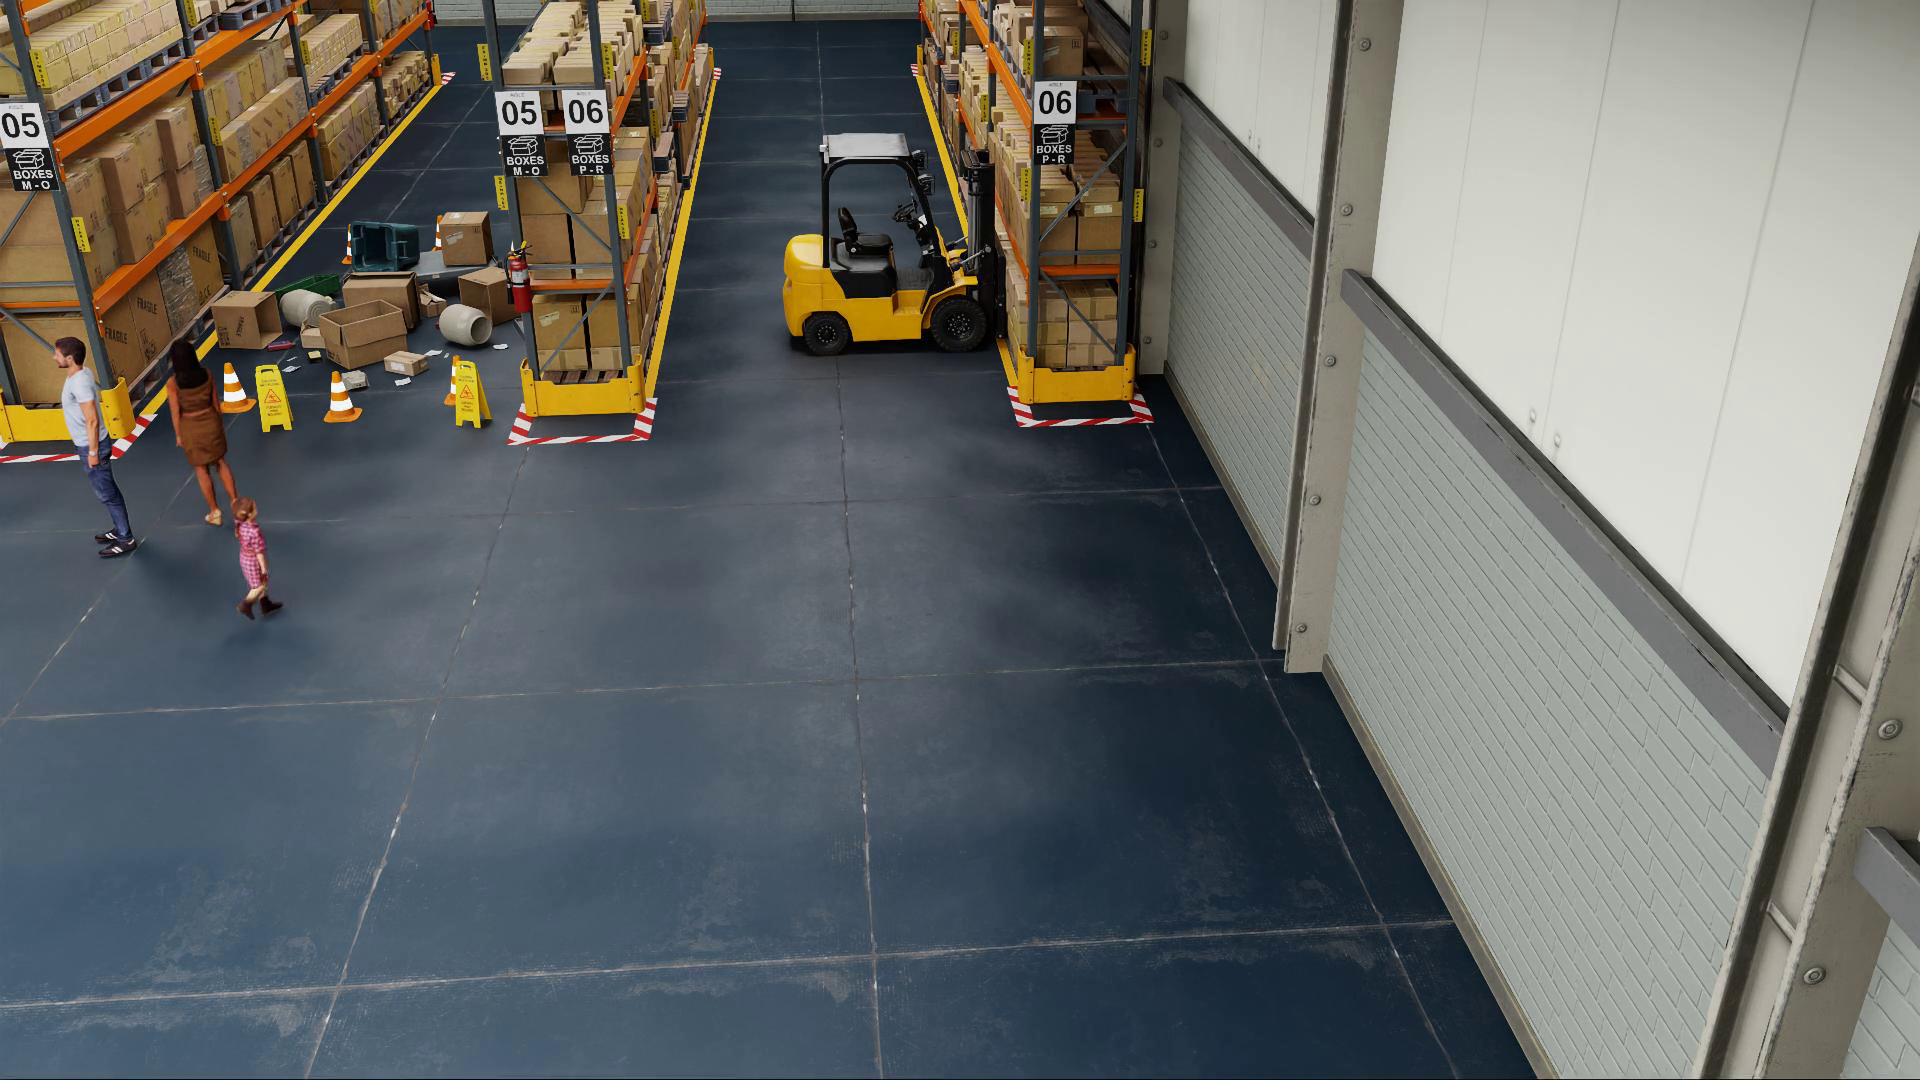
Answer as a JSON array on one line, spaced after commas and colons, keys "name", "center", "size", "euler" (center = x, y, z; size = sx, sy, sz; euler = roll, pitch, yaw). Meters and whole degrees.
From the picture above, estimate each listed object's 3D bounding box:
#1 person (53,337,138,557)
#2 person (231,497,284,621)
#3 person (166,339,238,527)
[{"name": "person", "center": [-7.124, -0.788, 13.680], "size": [0.770, 1.866, 0.617], "euler": [-14, 30, -25]}, {"name": "person", "center": [-5.463, 0.154, 12.779], "size": [0.606, 1.017, 0.671], "euler": [19, 33, 33]}, {"name": "person", "center": [-6.429, -0.893, 14.080], "size": [0.700, 1.687, 0.638], "euler": [21, 34, 35]}]
